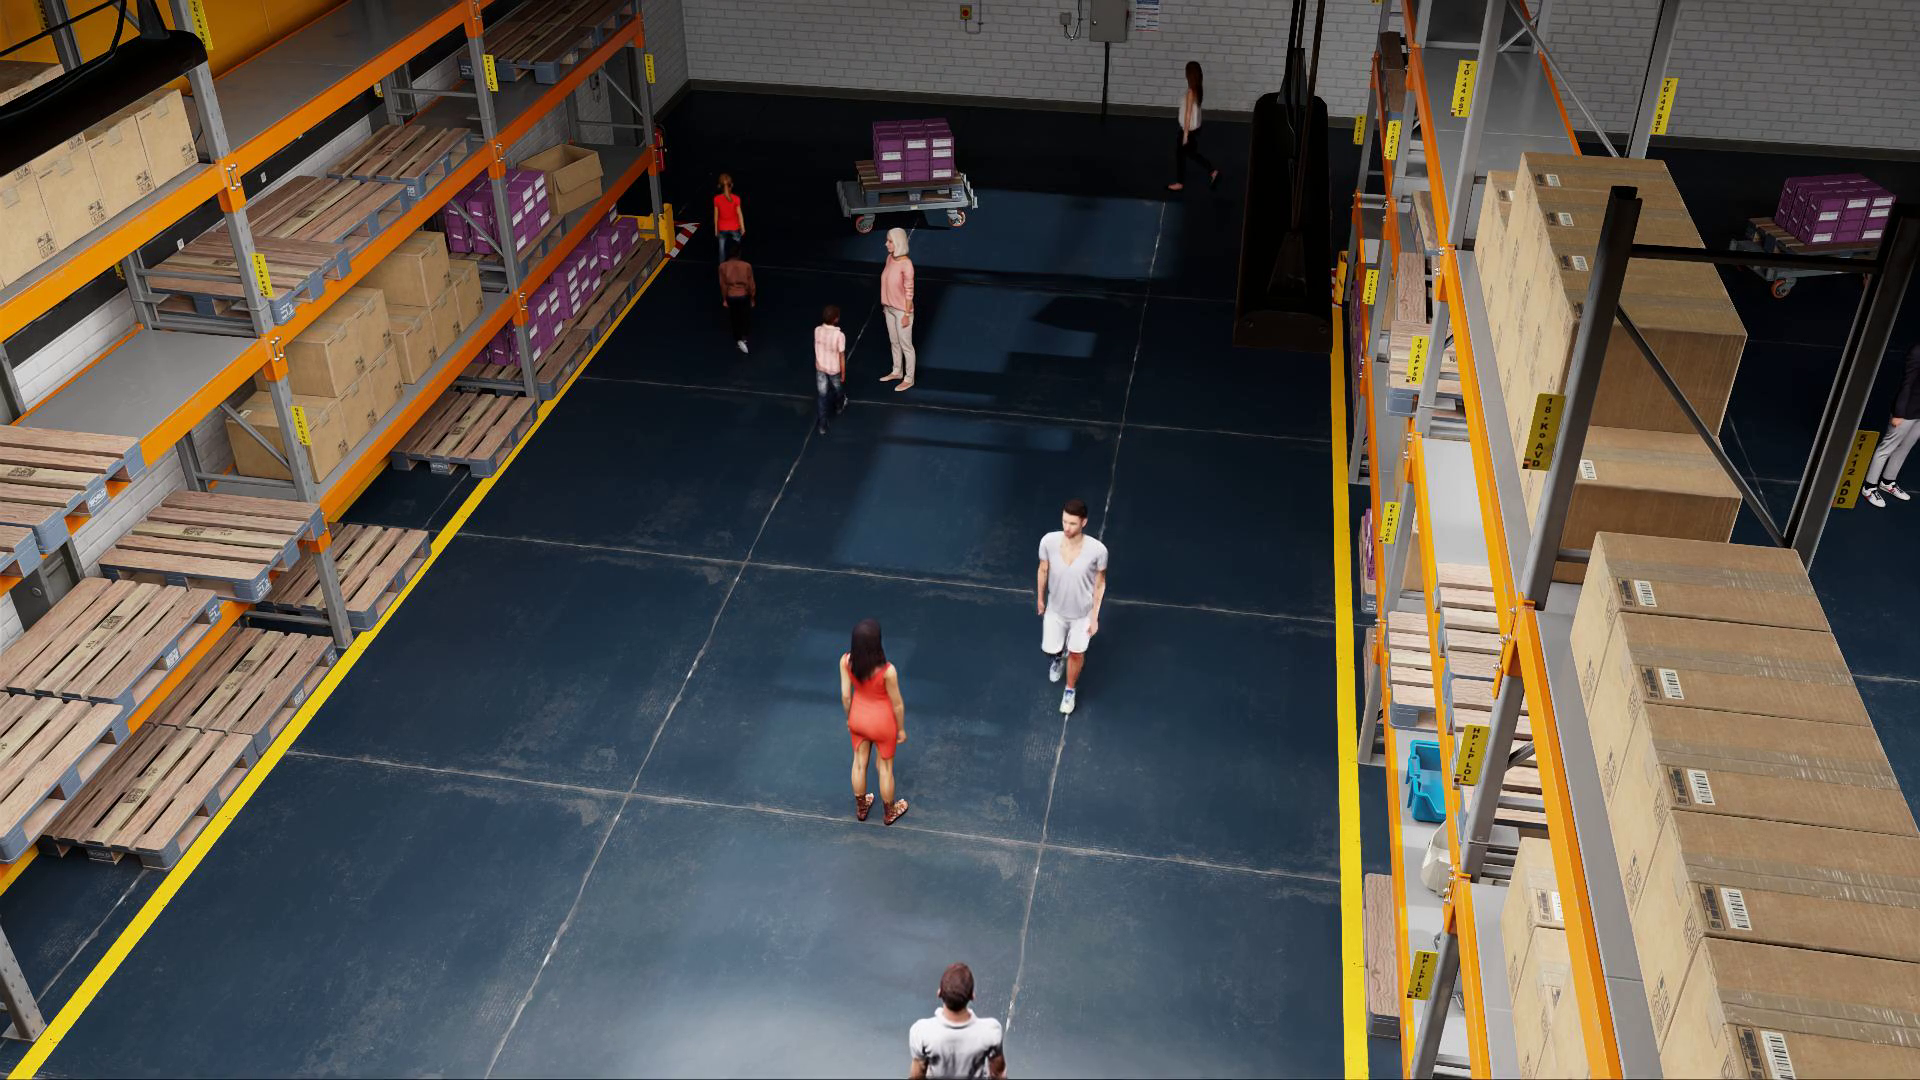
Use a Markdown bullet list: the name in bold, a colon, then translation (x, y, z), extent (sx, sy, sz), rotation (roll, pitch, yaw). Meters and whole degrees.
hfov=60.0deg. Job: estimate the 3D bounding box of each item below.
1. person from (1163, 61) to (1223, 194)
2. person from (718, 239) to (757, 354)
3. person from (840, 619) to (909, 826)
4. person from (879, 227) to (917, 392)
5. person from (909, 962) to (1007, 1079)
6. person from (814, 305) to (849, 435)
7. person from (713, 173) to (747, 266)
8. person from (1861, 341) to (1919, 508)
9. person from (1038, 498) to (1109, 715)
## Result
- **person**: translation (2.993, -5.161, 20.967), extent (0.812, 1.702, 0.969), rotation (15, 36, 21)
- **person**: translation (-2.339, -2.541, 17.437), extent (0.598, 1.247, 0.769), rotation (0, 34, 0)
- **person**: translation (-0.594, 1.241, 11.320), extent (0.616, 1.719, 0.570), rotation (11, 35, 15)
- **person**: translation (-0.608, -2.332, 16.691), extent (0.731, 1.725, 0.671), rotation (-21, 39, -29)
- **person**: translation (-0.019, 2.923, 8.672), extent (0.707, 1.850, 0.635), rotation (-3, 34, -4)
- **person**: translation (-1.292, -1.628, 16.040), extent (0.507, 1.273, 0.904), rotation (8, 34, 12)
- **person**: translation (-2.622, -3.512, 18.843), extent (0.528, 1.306, 0.578), rotation (1, 34, 2)
- **person**: translation (8.512, -1.231, 14.830), extent (0.798, 1.950, 0.798), rotation (-12, 36, -18)
- **person**: translation (0.862, 0.436, 12.425), extent (0.709, 1.837, 0.800), rotation (10, 35, 14)
